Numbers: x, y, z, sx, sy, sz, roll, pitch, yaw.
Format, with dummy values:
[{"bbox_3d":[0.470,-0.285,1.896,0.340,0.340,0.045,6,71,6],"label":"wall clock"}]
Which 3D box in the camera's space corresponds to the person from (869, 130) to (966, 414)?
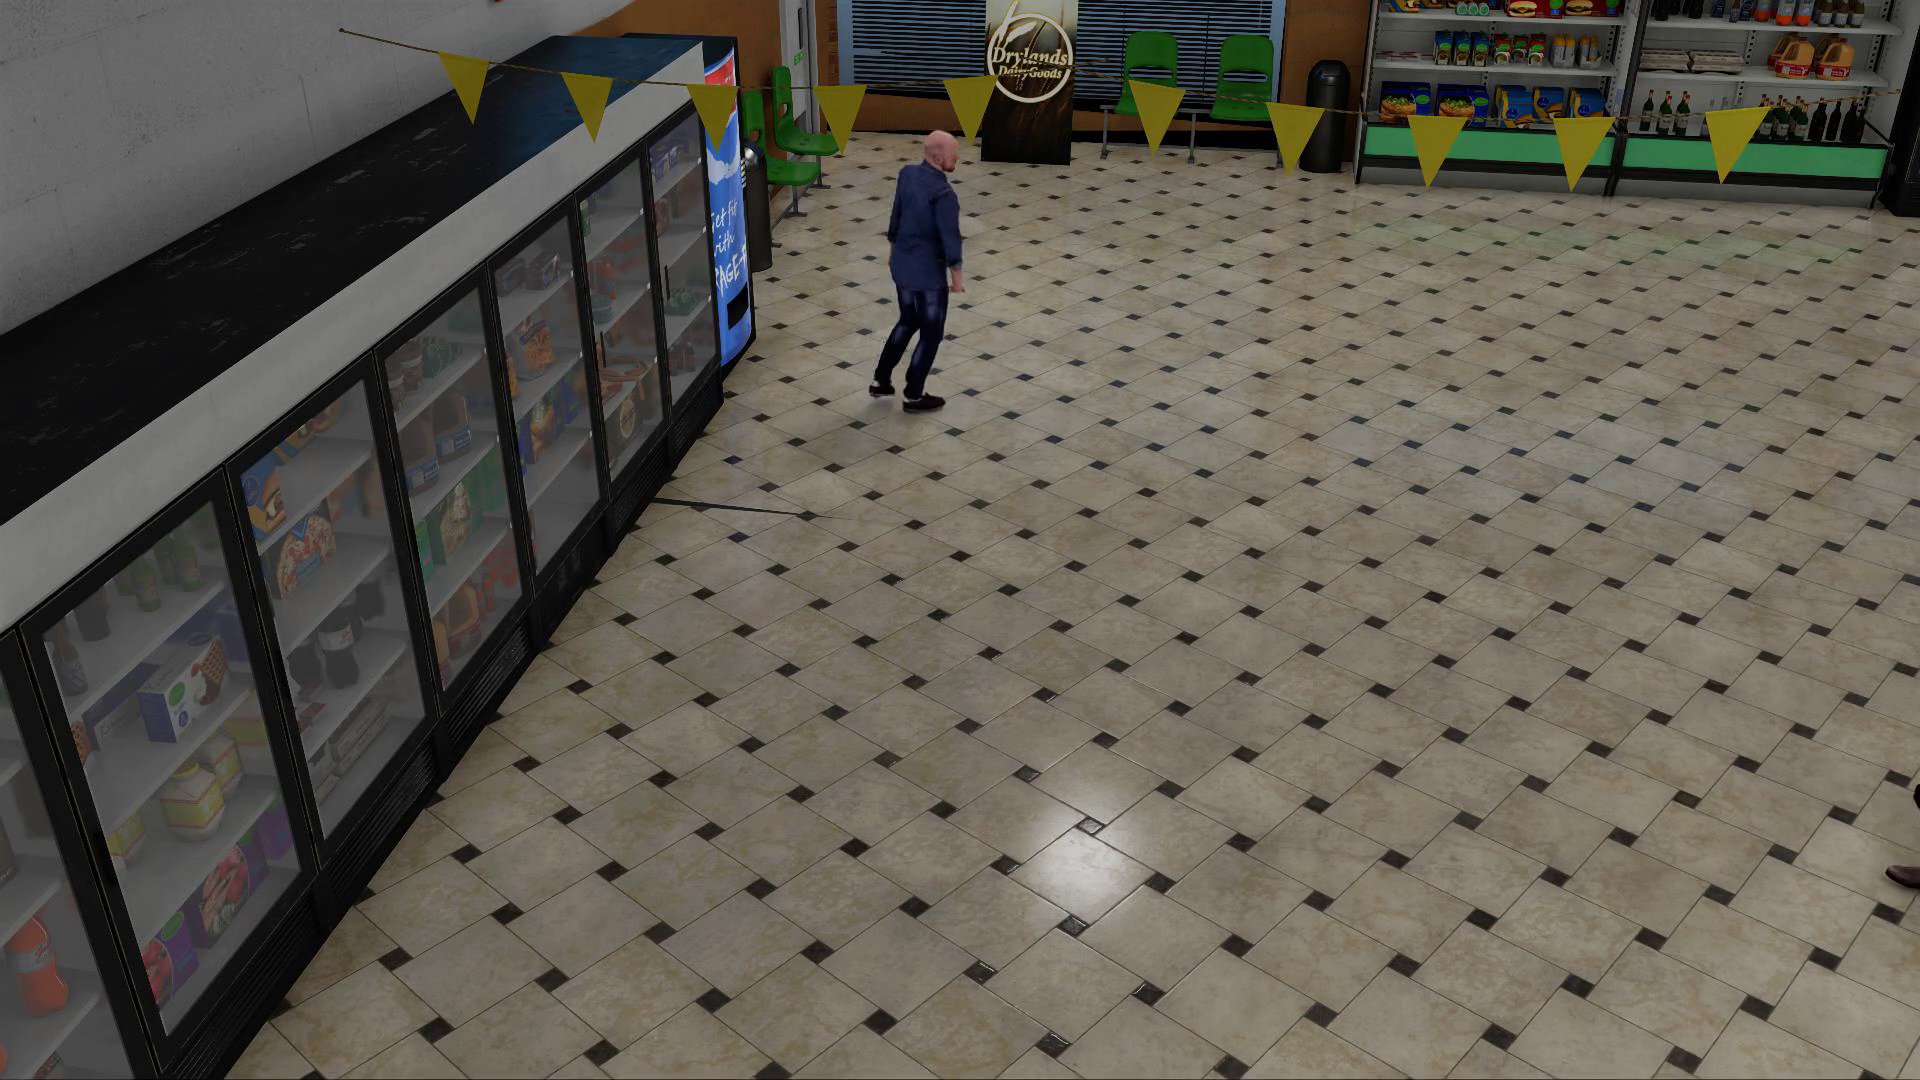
[{"bbox_3d":[-0.268,-1.626,10.276,0.905,1.794,0.976,22,36,34],"label":"person"}]
